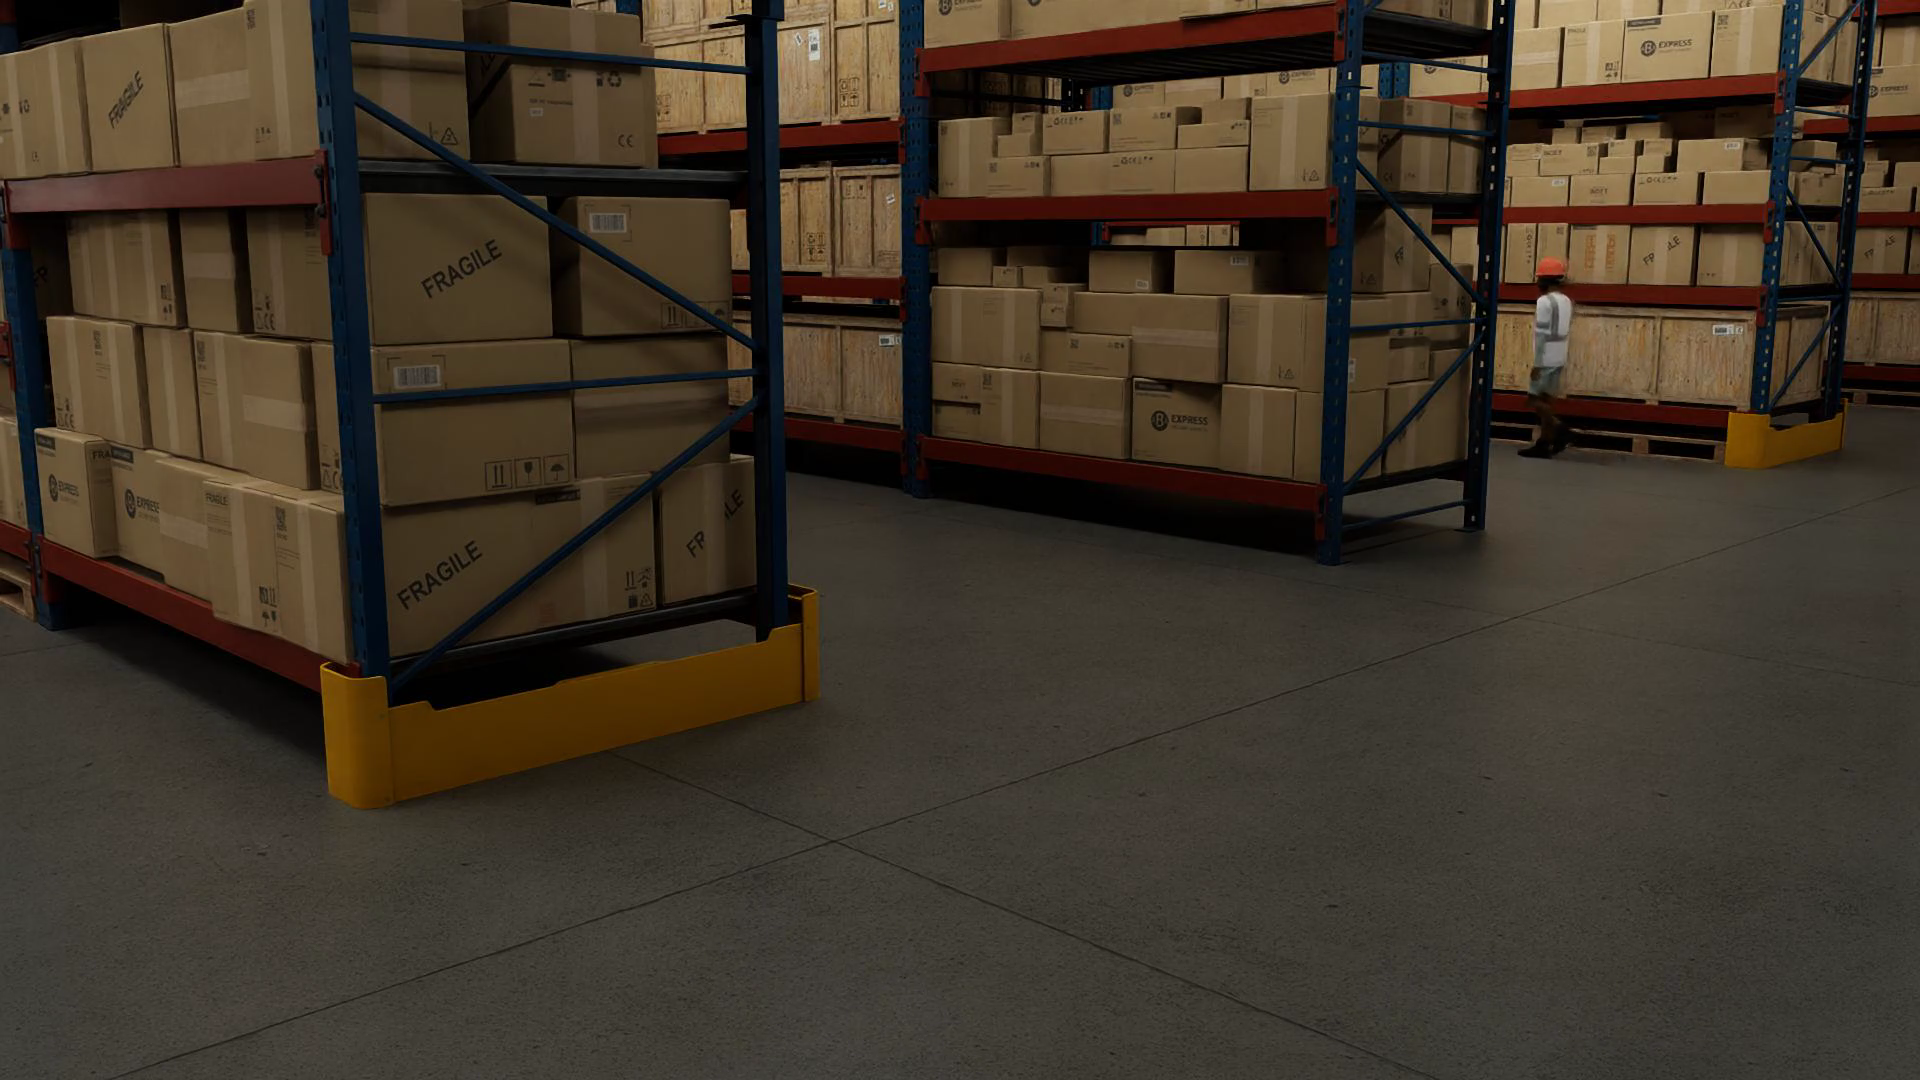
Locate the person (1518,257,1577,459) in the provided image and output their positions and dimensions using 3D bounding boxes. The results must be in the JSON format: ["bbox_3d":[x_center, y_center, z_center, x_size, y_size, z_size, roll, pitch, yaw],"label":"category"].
[{"bbox_3d":[5.608,-1.710,15.785,0.501,1.925,0.571,10,14,43],"label":"person"}]
